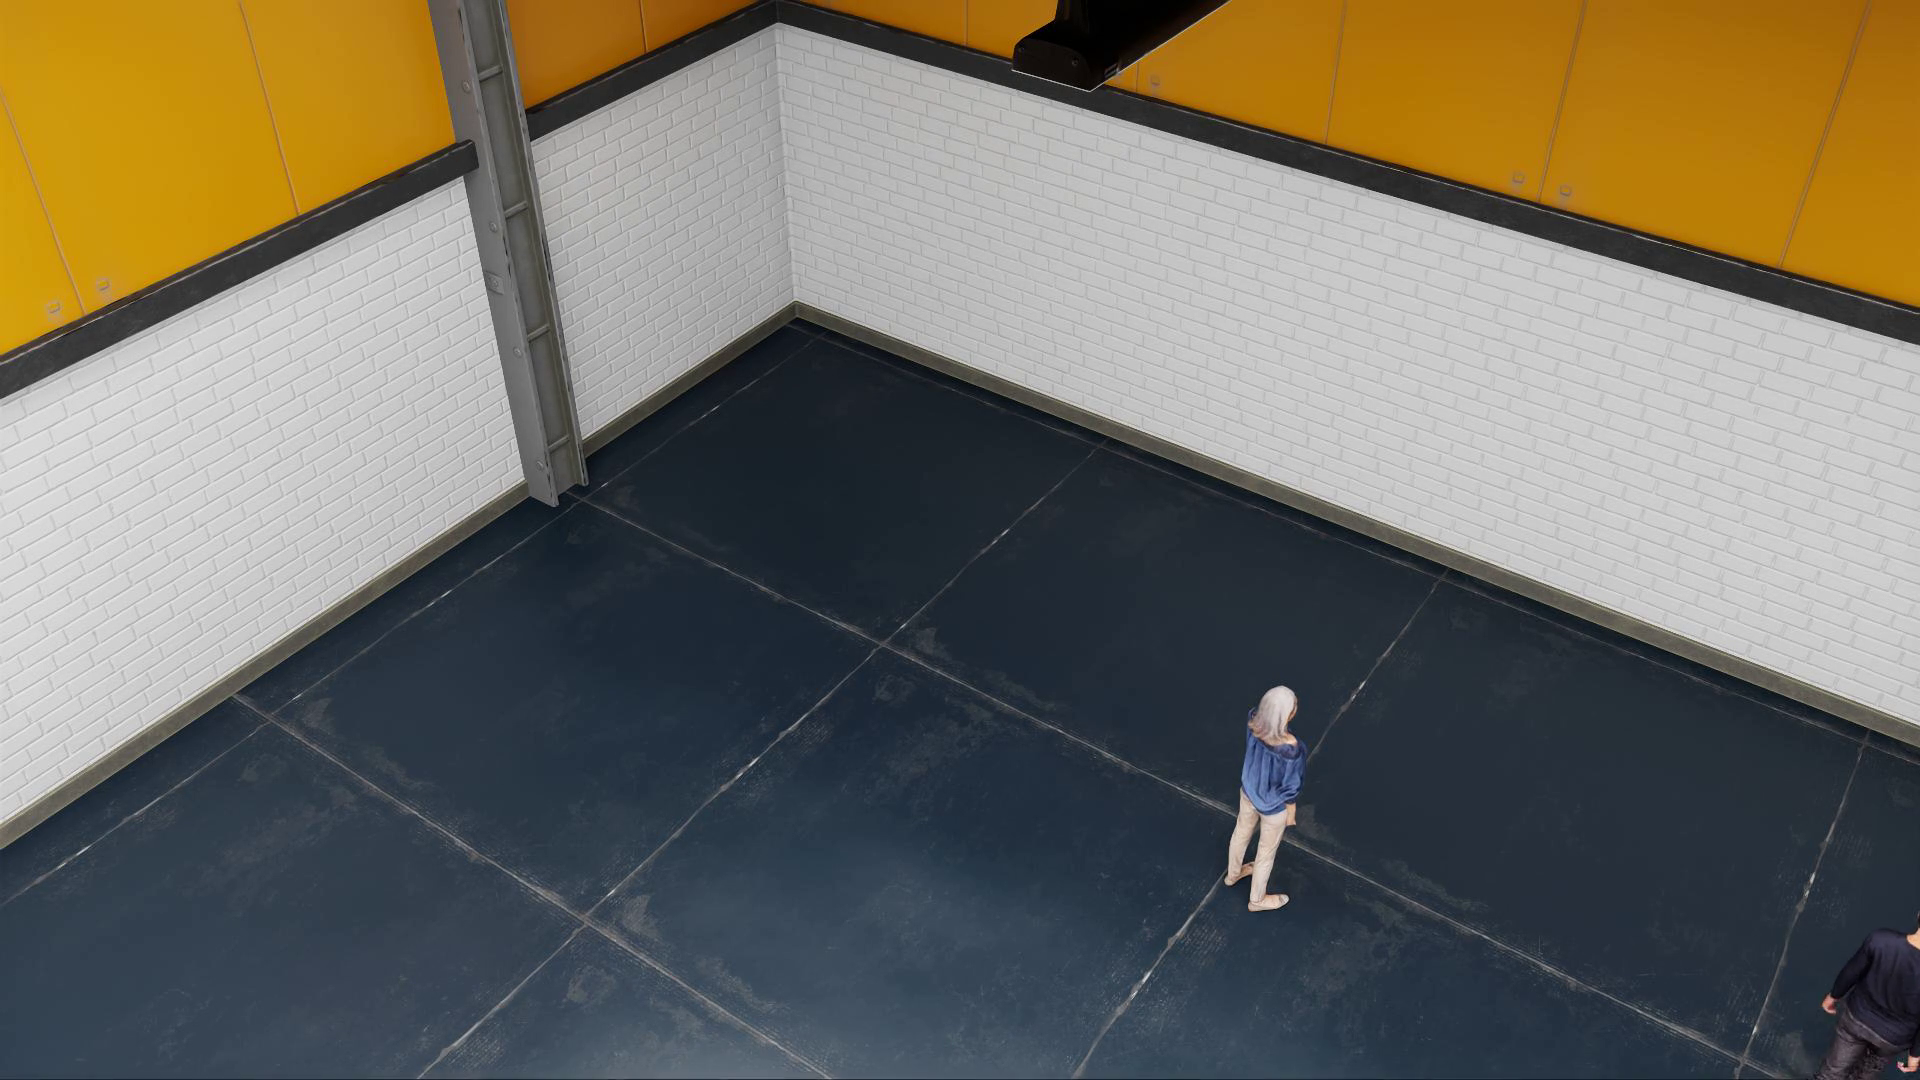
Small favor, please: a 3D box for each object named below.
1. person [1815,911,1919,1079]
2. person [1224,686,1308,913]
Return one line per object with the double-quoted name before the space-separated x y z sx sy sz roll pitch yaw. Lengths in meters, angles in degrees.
"person" 4.548 2.484 8.301 0.661 1.831 1.187 25 45 28
"person" 1.774 1.489 9.657 0.703 1.694 0.697 -19 43 -23
